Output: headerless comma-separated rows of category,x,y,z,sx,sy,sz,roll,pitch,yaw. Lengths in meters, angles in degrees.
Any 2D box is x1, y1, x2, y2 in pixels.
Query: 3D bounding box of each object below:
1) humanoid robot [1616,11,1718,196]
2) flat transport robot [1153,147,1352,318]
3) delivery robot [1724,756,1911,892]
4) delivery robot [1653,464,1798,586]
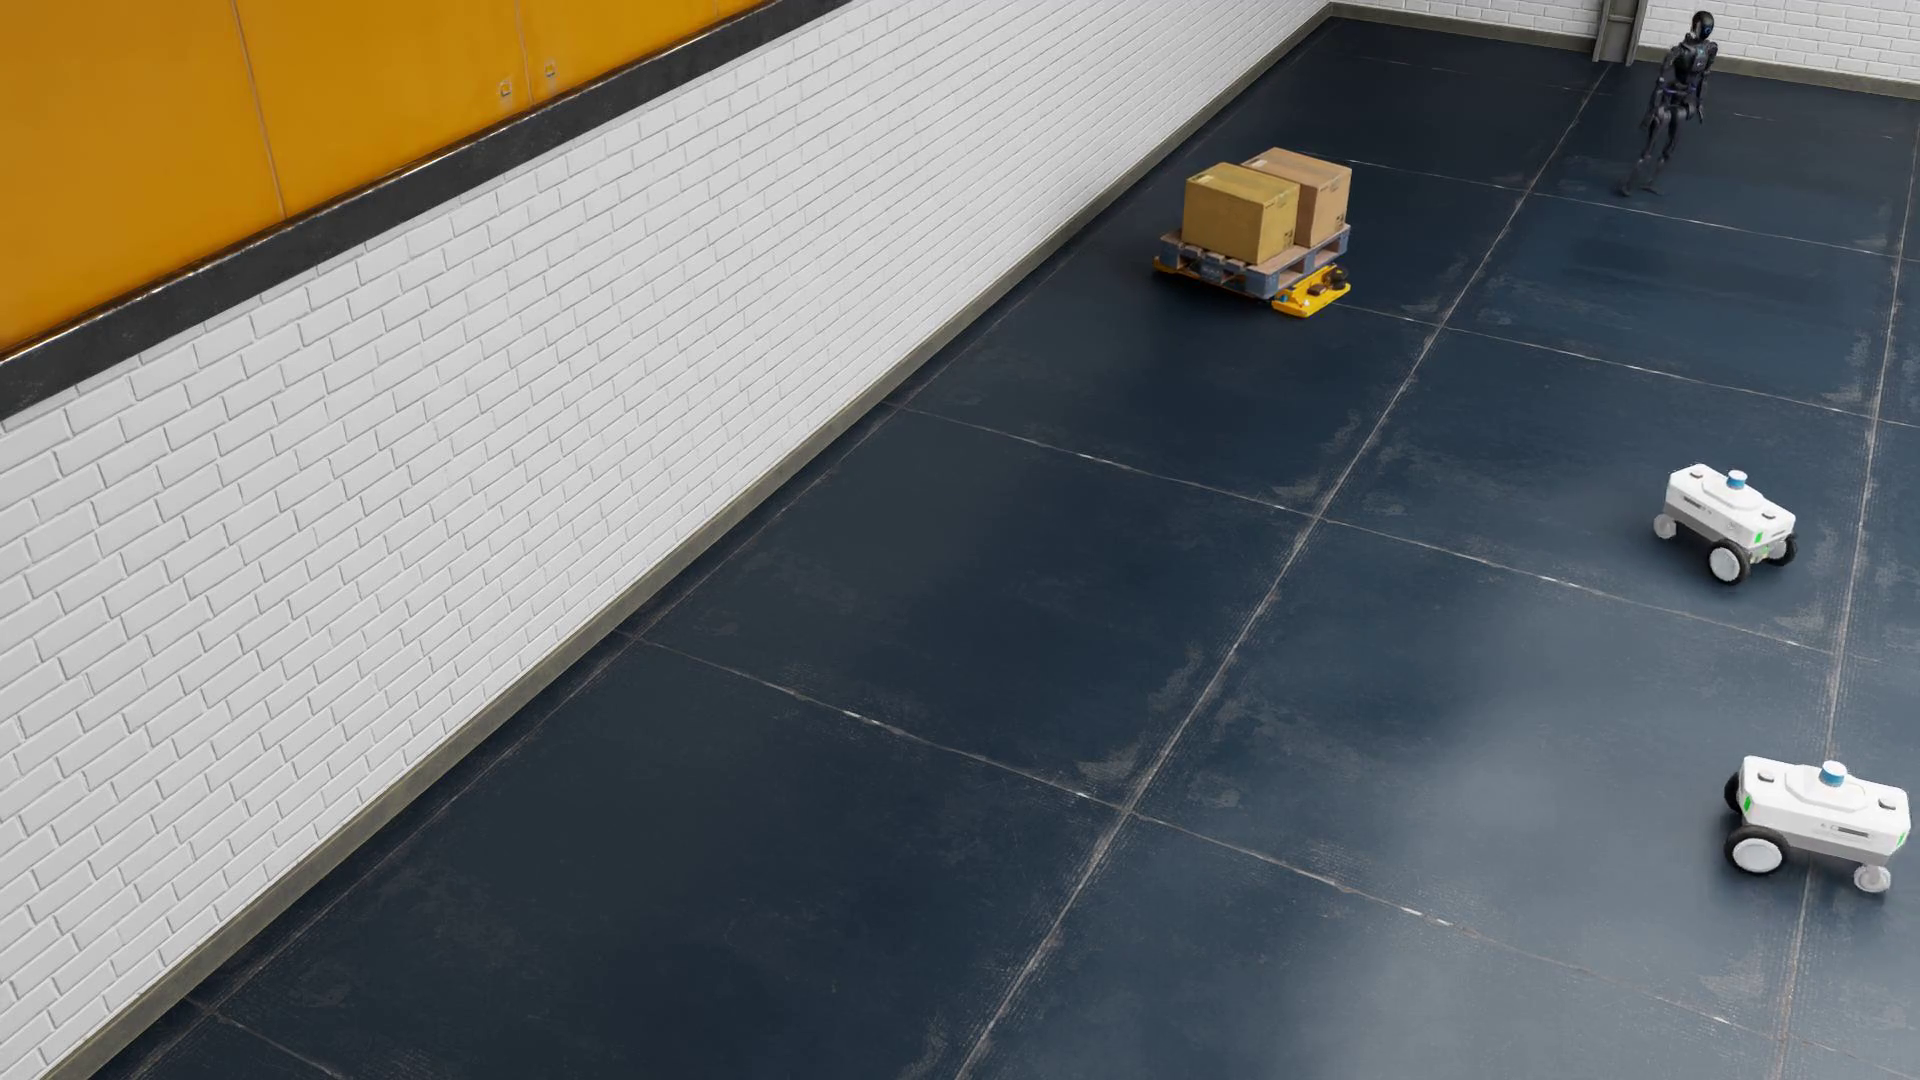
humanoid robot,6.137,-3.744,14.299,0.611,1.638,0.418,-12,36,-17
flat transport robot,2.302,-2.137,13.157,1.431,0.231,0.659,26,42,33
delivery robot,4.013,1.287,7.795,0.774,0.583,0.499,12,36,17
delivery robot,4.569,-0.135,9.916,0.499,0.587,0.788,-17,38,-24
